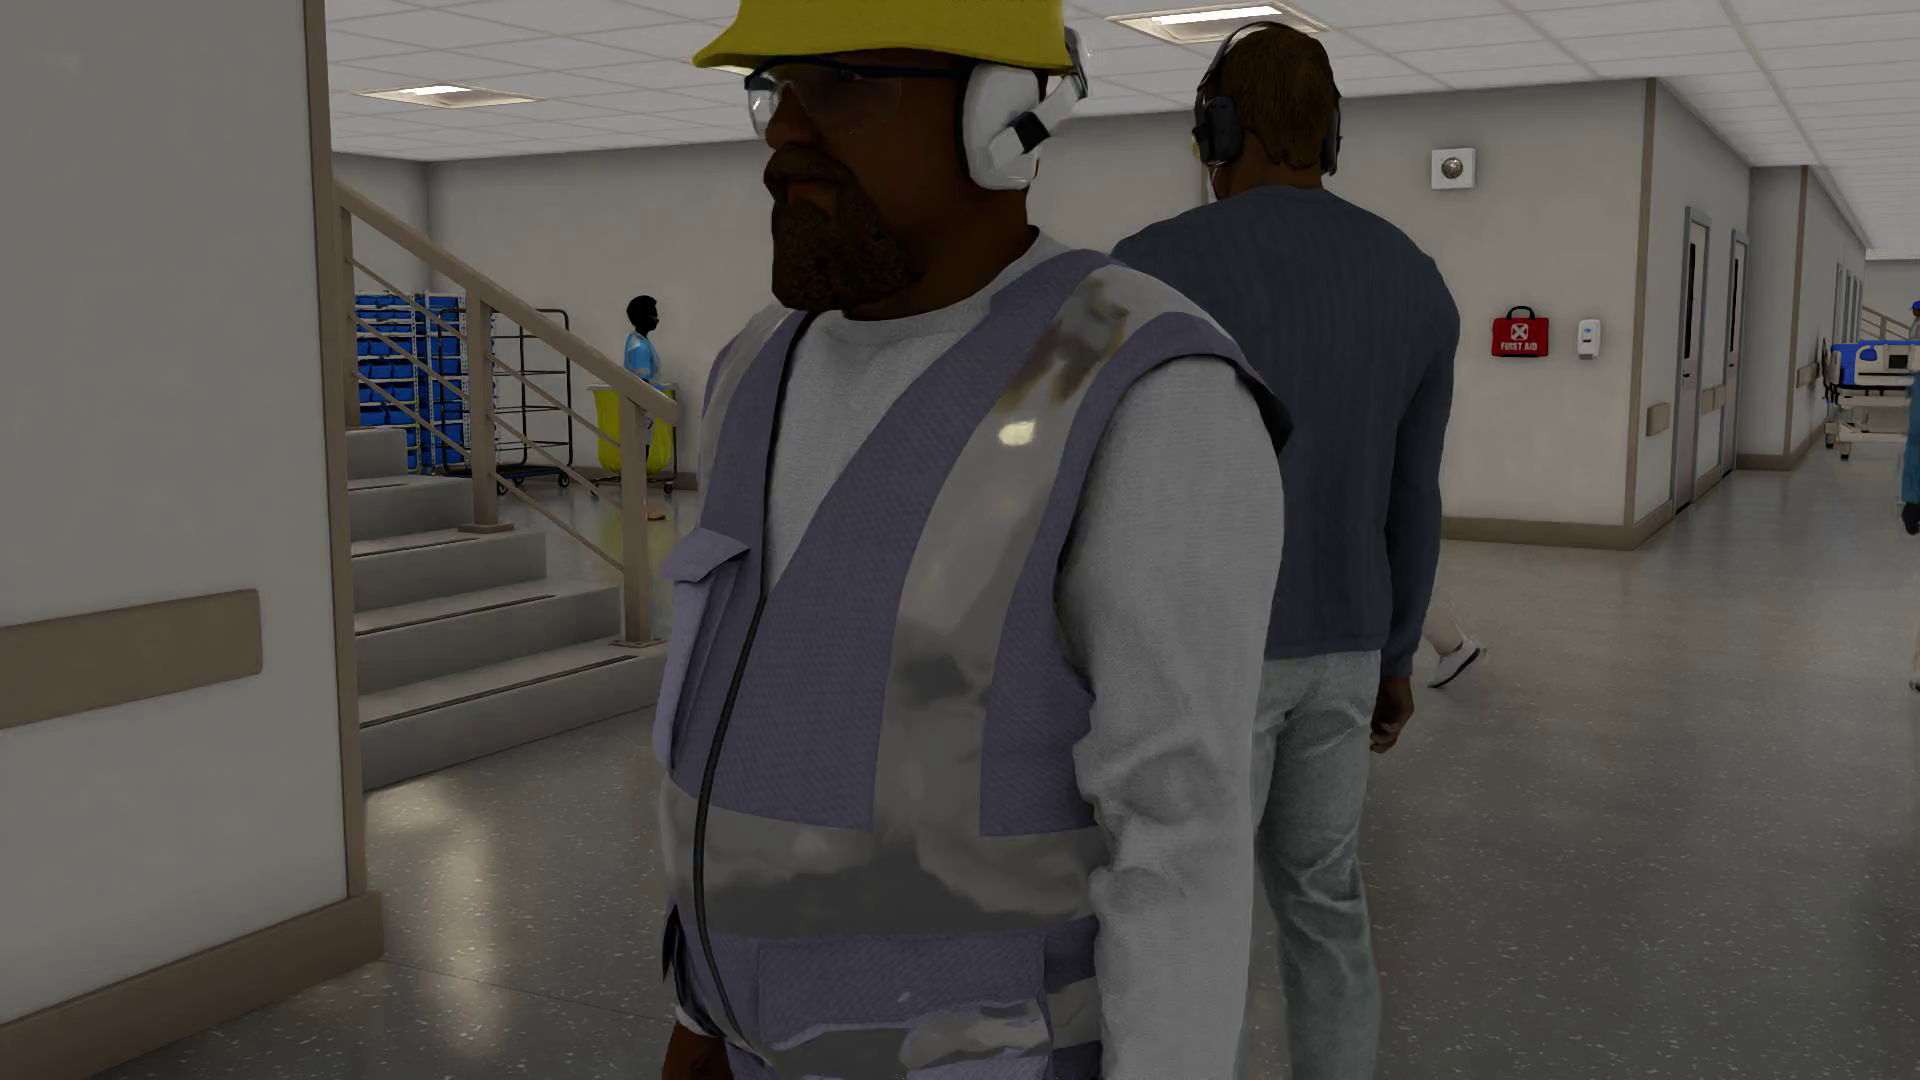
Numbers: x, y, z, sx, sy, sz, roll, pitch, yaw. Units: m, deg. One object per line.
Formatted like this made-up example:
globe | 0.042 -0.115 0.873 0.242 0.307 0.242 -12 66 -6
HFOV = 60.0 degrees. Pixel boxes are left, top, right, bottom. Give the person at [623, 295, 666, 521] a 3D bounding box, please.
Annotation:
person | -2.383 -0.982 12.468 0.320 1.690 0.535 -2 8 -14

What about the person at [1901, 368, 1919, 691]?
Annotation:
person | 3.866 -0.131 6.224 0.532 1.598 0.833 -1 7 -4

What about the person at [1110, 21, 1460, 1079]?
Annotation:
person | 0.465 0.185 2.572 0.634 1.929 0.381 -4 8 -27
